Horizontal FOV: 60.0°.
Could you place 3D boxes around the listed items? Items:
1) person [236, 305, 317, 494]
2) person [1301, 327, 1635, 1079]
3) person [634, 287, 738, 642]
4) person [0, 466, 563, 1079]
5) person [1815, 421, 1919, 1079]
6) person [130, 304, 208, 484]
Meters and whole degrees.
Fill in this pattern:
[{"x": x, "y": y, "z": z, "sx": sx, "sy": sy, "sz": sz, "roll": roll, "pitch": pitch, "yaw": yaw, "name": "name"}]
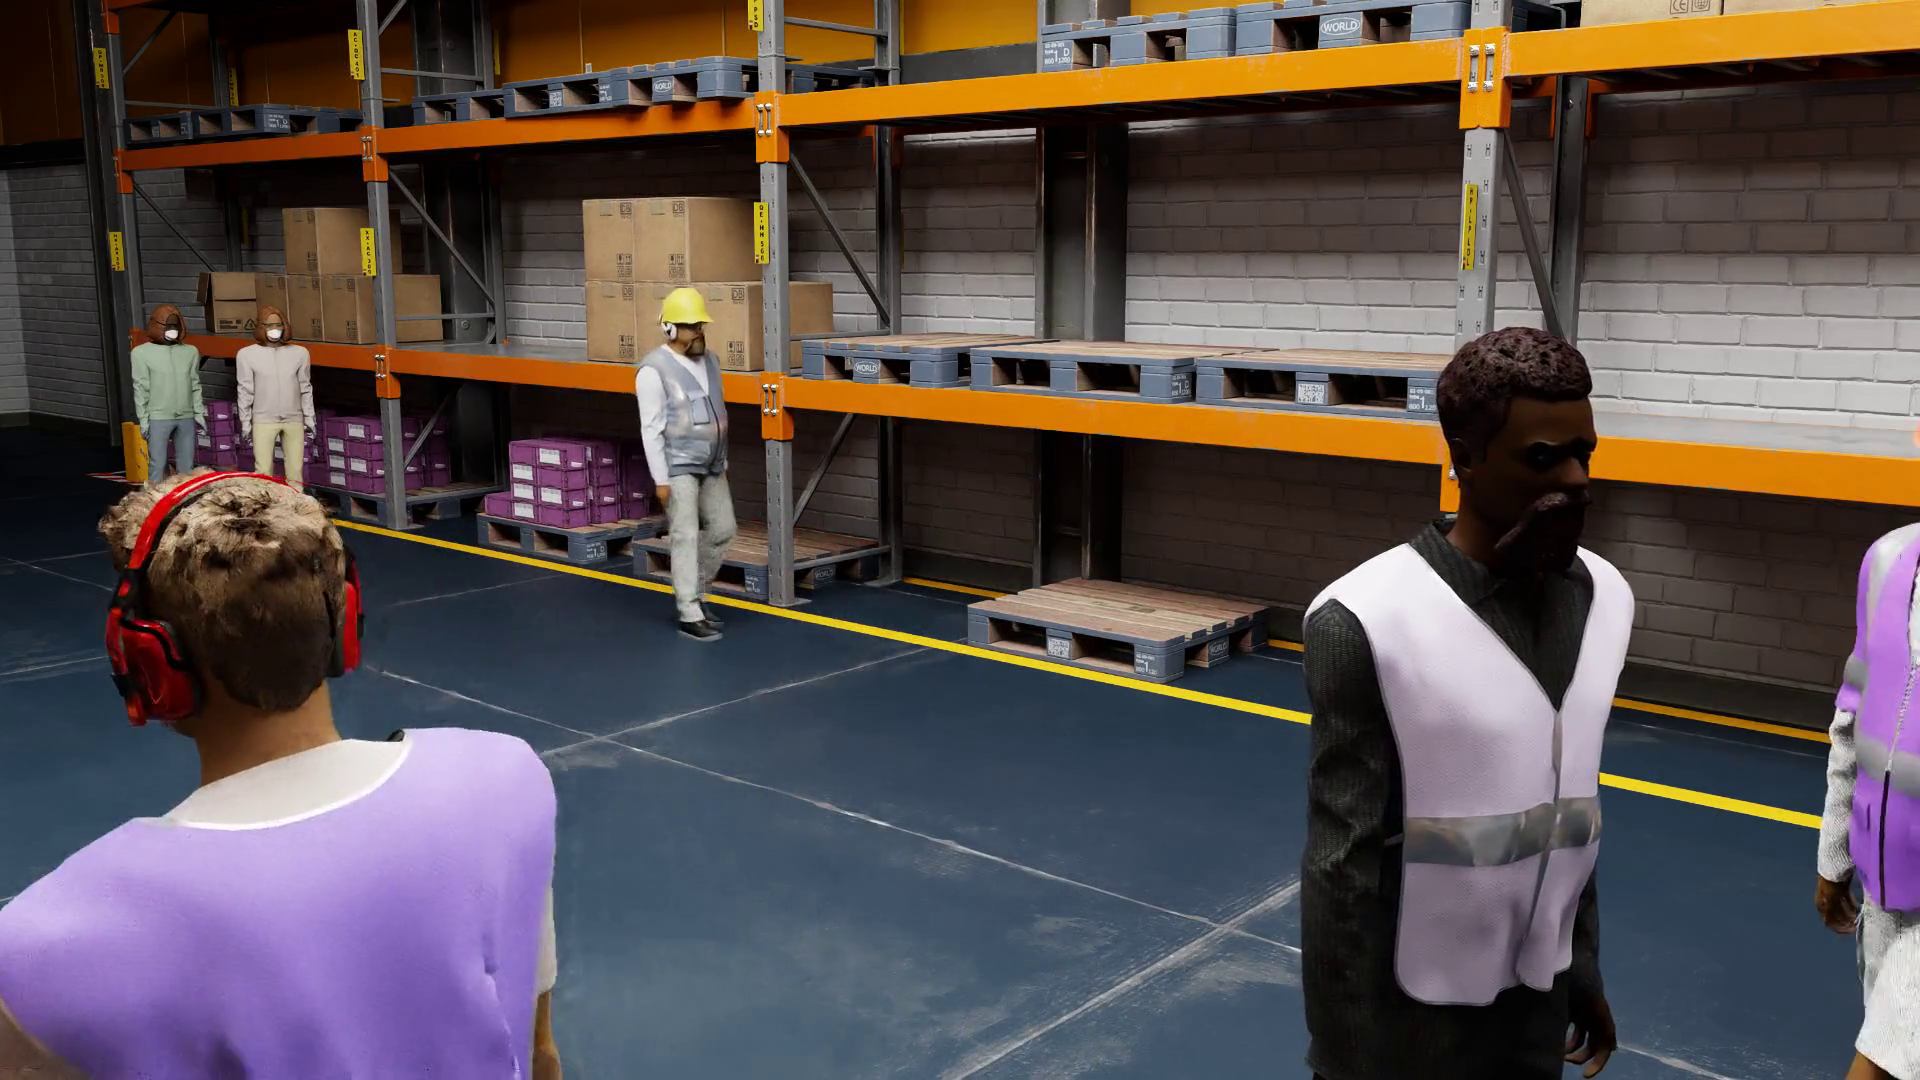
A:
[{"x": -4.701, "y": -0.796, "z": 11.471, "sx": 0.507, "sy": 1.631, "sz": 0.268, "roll": -8, "pitch": 13, "yaw": -38, "name": "person"}, {"x": 0.719, "y": 0.651, "z": 2.426, "sx": 0.597, "sy": 1.916, "sz": 0.372, "roll": -6, "pitch": 12, "yaw": -32, "name": "person"}, {"x": -1.392, "y": -0.391, "z": 8.626, "sx": 0.447, "sy": 1.822, "sz": 0.635, "roll": 6, "pitch": 12, "yaw": 30, "name": "person"}, {"x": -0.583, "y": 0.836, "z": 1.632, "sx": 0.668, "sy": 1.827, "sz": 0.583, "roll": 9, "pitch": 13, "yaw": 41, "name": "person"}, {"x": 1.805, "y": 0.582, "z": 2.917, "sx": 0.920, "sy": 1.896, "sz": 0.565, "roll": -2, "pitch": 10, "yaw": -11, "name": "person"}, {"x": -5.541, "y": -0.834, "z": 11.689, "sx": 0.289, "sy": 1.633, "sz": 0.497, "roll": 7, "pitch": 12, "yaw": 34, "name": "person"}]
